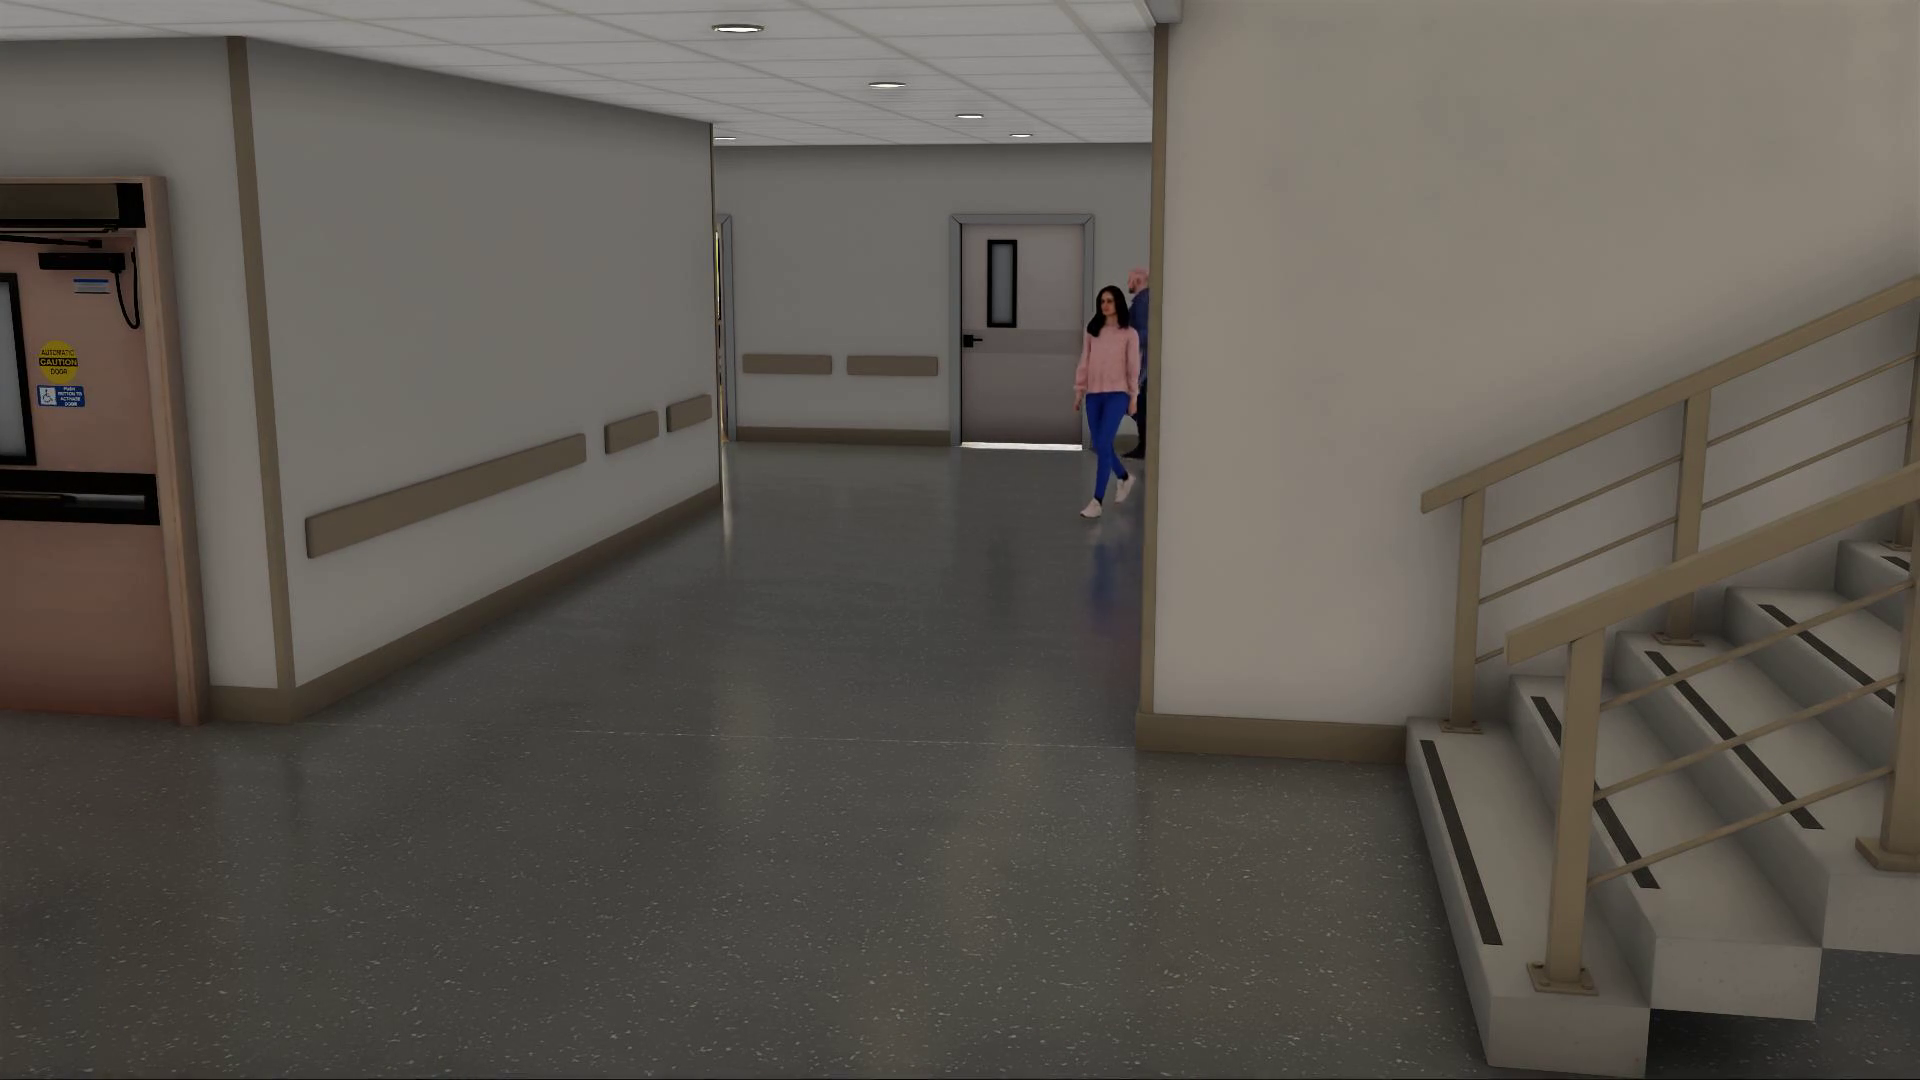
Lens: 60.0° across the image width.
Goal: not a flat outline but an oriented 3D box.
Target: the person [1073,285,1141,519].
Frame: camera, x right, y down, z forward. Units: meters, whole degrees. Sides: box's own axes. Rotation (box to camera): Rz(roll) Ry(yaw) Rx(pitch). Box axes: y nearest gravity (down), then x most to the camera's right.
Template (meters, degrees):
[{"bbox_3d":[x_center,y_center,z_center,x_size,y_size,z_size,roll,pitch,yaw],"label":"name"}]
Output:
[{"bbox_3d":[1.165,-1.051,12.722,1.179,1.739,1.029,8,13,35],"label":"person"}]
